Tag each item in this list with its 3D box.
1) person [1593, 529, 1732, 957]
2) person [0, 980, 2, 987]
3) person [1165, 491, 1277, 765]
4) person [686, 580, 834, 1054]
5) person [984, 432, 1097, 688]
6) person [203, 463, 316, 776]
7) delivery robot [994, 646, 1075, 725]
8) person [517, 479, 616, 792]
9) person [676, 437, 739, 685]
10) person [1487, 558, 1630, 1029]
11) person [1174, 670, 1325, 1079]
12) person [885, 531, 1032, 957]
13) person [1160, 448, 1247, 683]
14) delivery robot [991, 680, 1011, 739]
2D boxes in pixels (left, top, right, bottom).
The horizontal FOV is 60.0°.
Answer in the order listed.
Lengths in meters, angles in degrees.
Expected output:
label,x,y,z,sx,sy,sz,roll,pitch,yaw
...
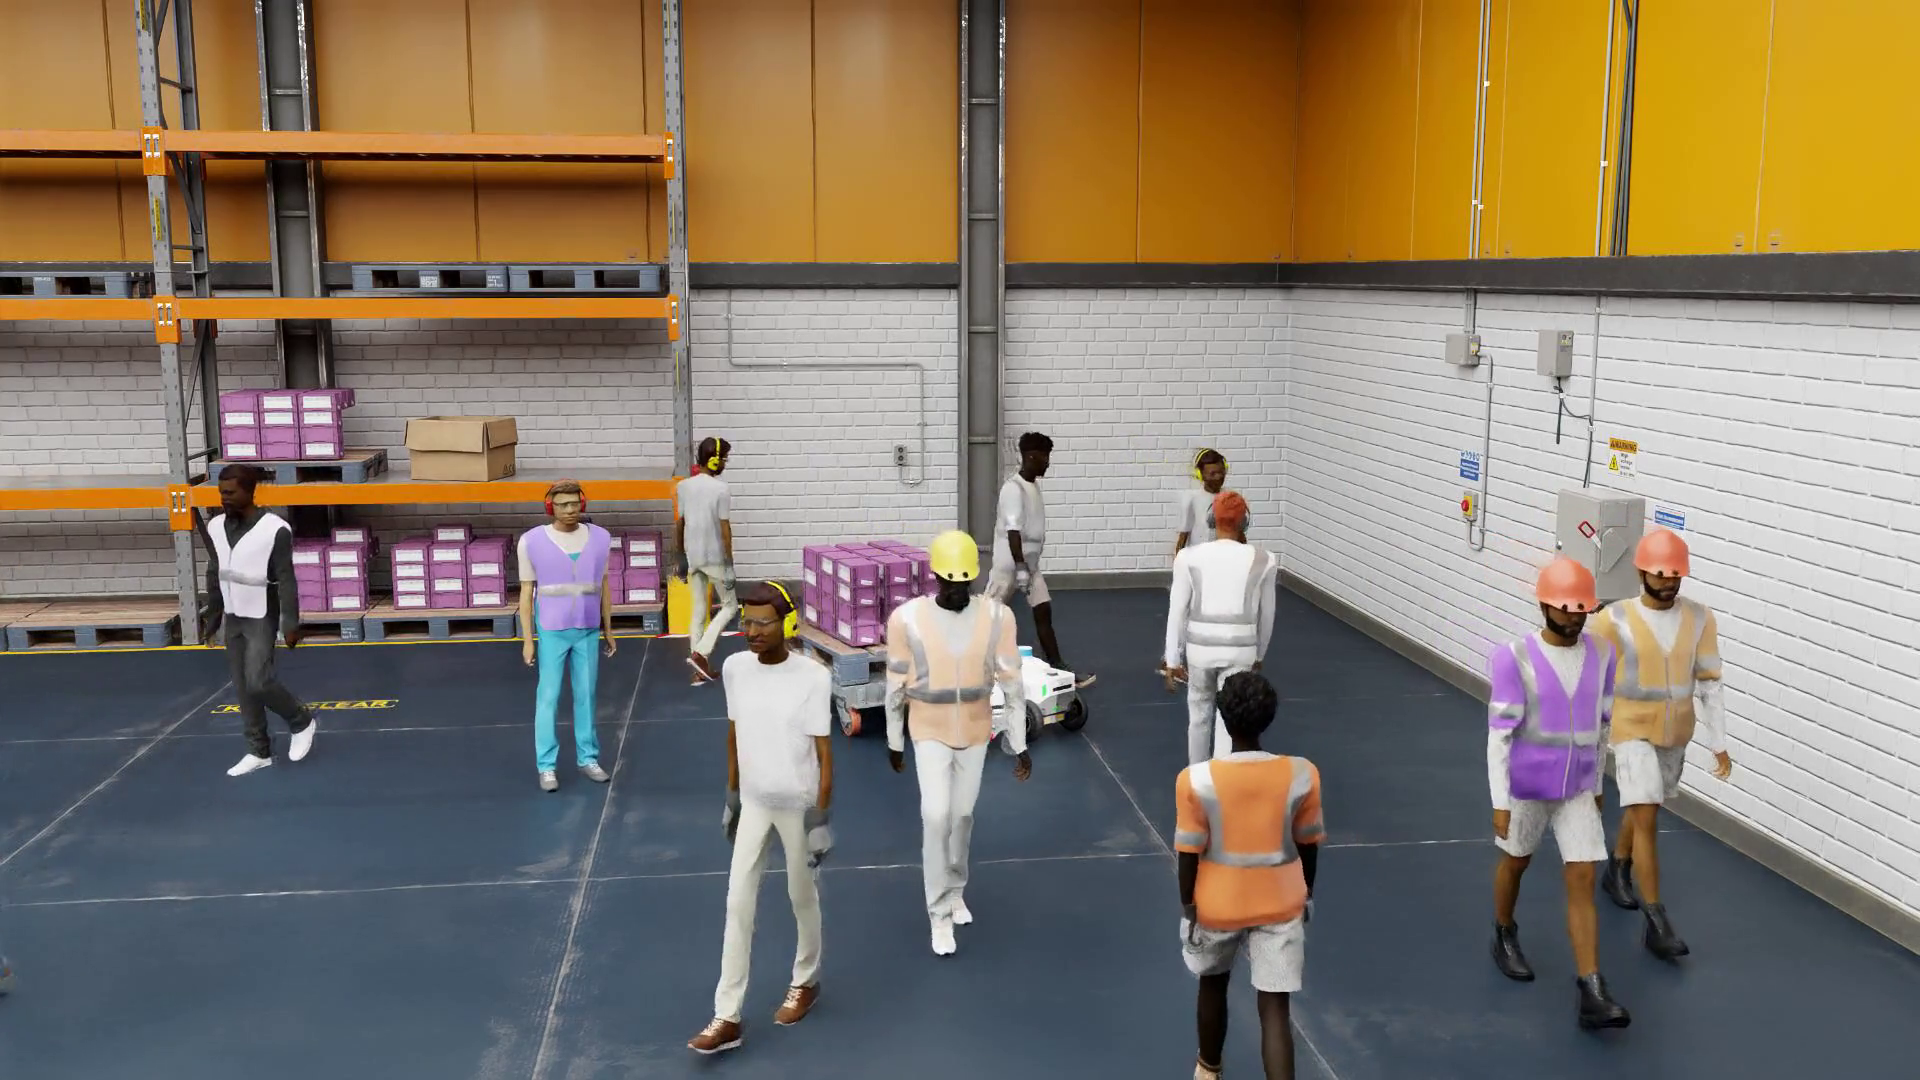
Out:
label,x,y,z,sx,sy,sz,roll,pitch,yaw
person,3.184,0.878,7.625,0.565,1.883,0.992,0,9,-2
person,-4.435,1.057,6.561,1.068,1.885,0.623,-4,10,-24
person,1.452,0.641,9.262,0.590,1.830,1.025,2,9,12
person,-0.773,1.083,6.476,0.555,1.838,0.859,3,10,21
person,0.434,0.166,12.079,1.071,1.887,0.692,5,10,27
person,-4.284,0.474,10.106,0.595,1.899,0.462,4,10,26
delivery robot,0.427,0.947,11.043,0.477,0.478,0.707,-8,12,-42
person,-2.324,0.544,9.832,0.571,1.843,0.372,-6,11,-35
person,-1.850,0.163,12.212,0.582,1.846,0.426,6,11,32
person,2.439,1.008,6.817,0.573,1.879,0.998,-1,9,-5
person,1.014,1.289,5.781,0.544,1.660,0.826,0,9,1
person,-0.004,0.891,7.513,0.614,1.885,0.798,-2,9,-14
person,1.832,0.226,11.984,0.639,1.802,1.019,-6,11,-34
delivery robot,0.088,1.015,10.618,0.477,0.478,0.707,-3,10,-19
